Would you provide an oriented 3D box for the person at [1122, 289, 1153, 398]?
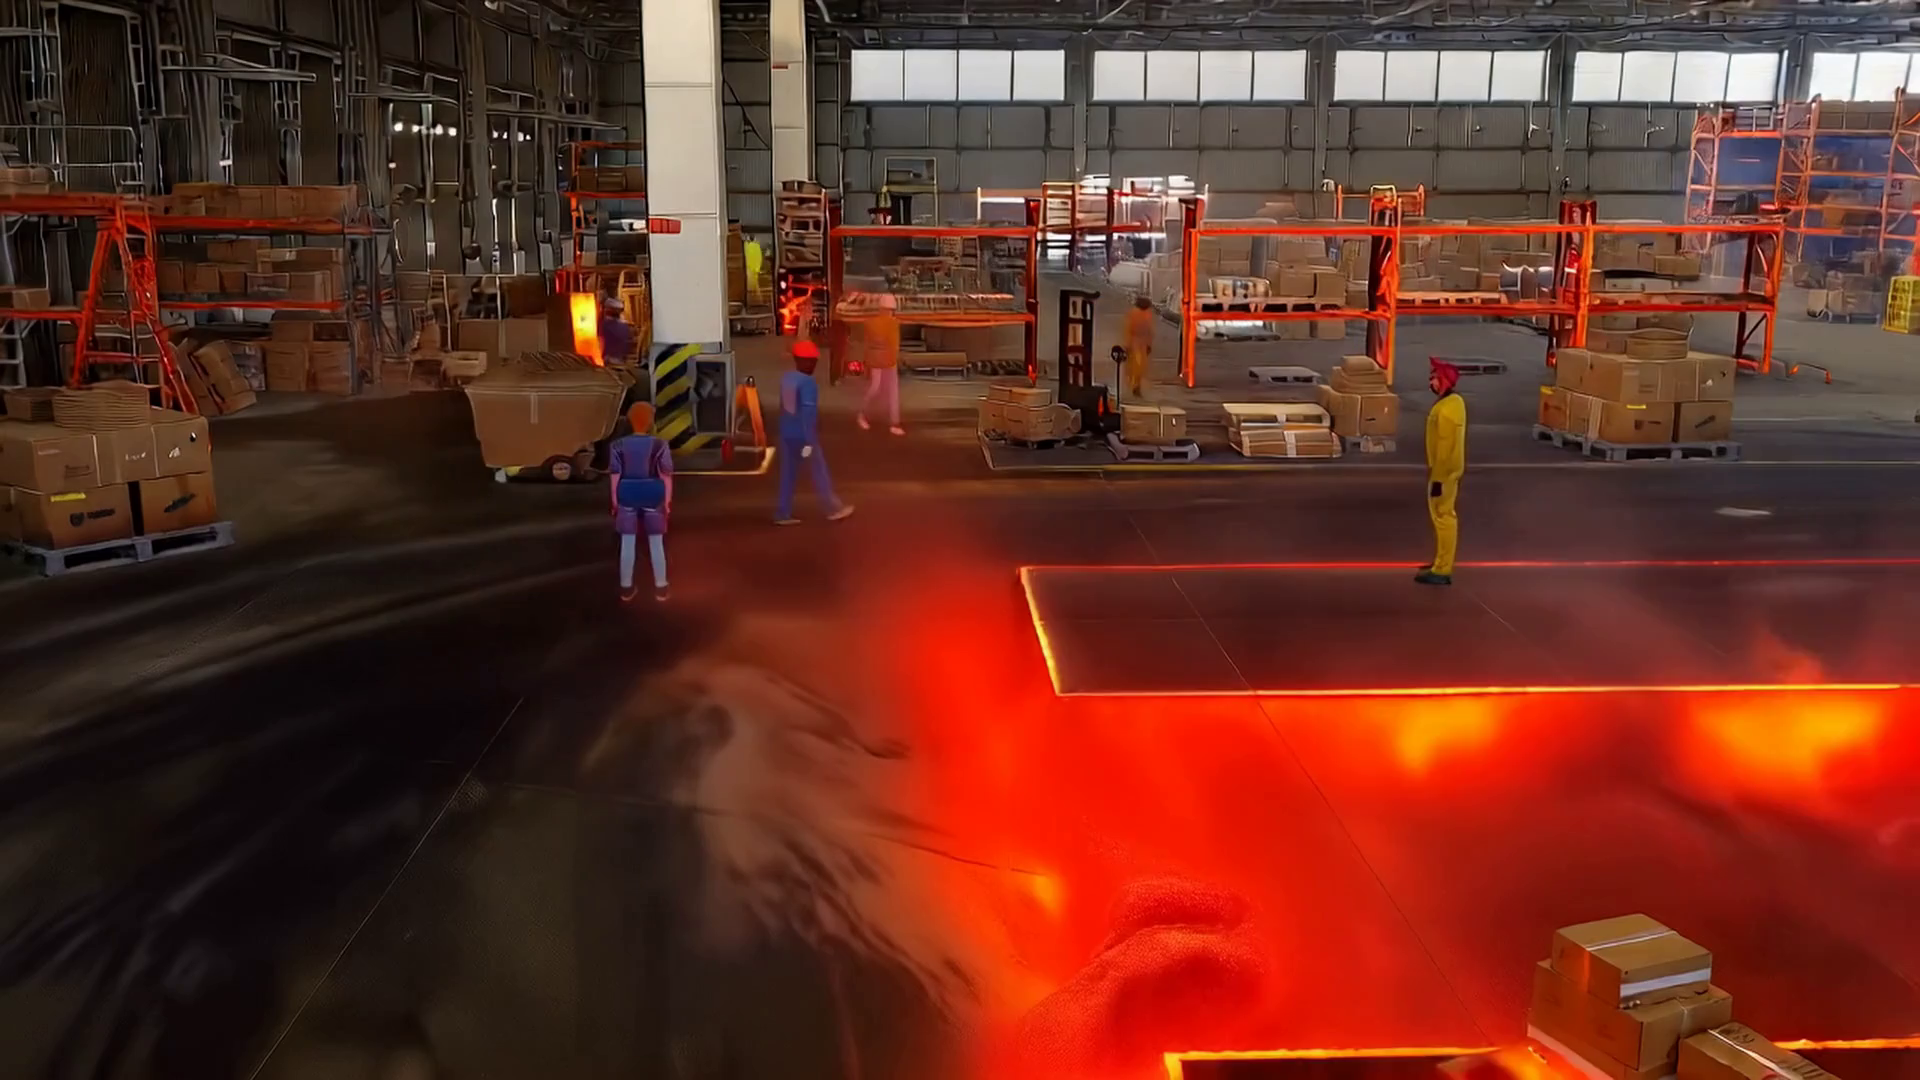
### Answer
[{"bbox_3d":[2.816,-3.153,26.592,0.516,1.715,0.555,-4,13,-16],"label":"person"}]

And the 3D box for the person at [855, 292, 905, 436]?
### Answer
[{"bbox_3d":[-1.108,-2.436,22.840,0.620,1.948,0.967,-9,15,-34],"label":"person"}]

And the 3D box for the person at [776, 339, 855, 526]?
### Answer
[{"bbox_3d":[-1.513,-1.094,16.929,0.919,1.890,0.591,-10,16,-39],"label":"person"}]

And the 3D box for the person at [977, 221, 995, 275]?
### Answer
[{"bbox_3d":[0.880,-9.903,56.629,0.629,1.919,0.770,5,14,23],"label":"person"}]

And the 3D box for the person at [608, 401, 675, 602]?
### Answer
[{"bbox_3d":[-2.646,-0.311,13.842,0.557,1.690,0.352,0,12,-1],"label":"person"}]

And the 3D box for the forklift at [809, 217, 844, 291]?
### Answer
[{"bbox_3d":[-4.375,-8.619,48.637,1.873,2.768,1.129,0,12,-2],"label":"forklift"}]

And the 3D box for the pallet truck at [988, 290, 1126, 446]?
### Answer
[{"bbox_3d":[1.257,-2.299,22.111,1.885,1.965,0.823,-9,15,-35],"label":"pallet truck"}]

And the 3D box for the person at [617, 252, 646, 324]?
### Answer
[{"bbox_3d":[-7.043,-5.255,35.778,0.609,1.859,0.752,-3,13,-15],"label":"person"}]

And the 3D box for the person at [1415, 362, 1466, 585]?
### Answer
[{"bbox_3d":[4.204,-0.580,14.482,0.352,1.937,0.635,5,13,21],"label":"person"}]

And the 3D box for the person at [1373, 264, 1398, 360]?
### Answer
[{"bbox_3d":[8.086,-4.326,31.610,0.507,1.846,0.351,-5,13,-20],"label":"person"}]

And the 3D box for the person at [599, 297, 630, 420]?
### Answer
[{"bbox_3d":[-5.007,-2.633,24.154,0.525,1.765,0.329,9,15,35],"label":"person"}]

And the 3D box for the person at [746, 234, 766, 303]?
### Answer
[{"bbox_3d":[-5.680,-7.425,45.519,1.014,1.896,0.643,7,14,29],"label":"person"}]

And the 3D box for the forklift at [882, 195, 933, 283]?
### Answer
[{"bbox_3d":[-1.889,-9.729,53.645,1.873,2.768,1.129,-7,14,-28],"label":"forklift"}]

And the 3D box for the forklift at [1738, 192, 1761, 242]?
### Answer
[{"bbox_3d":[28.541,-11.208,60.324,1.873,2.768,1.129,0,12,-2],"label":"forklift"}]

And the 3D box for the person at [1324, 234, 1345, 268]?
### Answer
[{"bbox_3d":[11.978,-9.131,53.189,0.625,1.890,0.563,0,12,2],"label":"person"}]
